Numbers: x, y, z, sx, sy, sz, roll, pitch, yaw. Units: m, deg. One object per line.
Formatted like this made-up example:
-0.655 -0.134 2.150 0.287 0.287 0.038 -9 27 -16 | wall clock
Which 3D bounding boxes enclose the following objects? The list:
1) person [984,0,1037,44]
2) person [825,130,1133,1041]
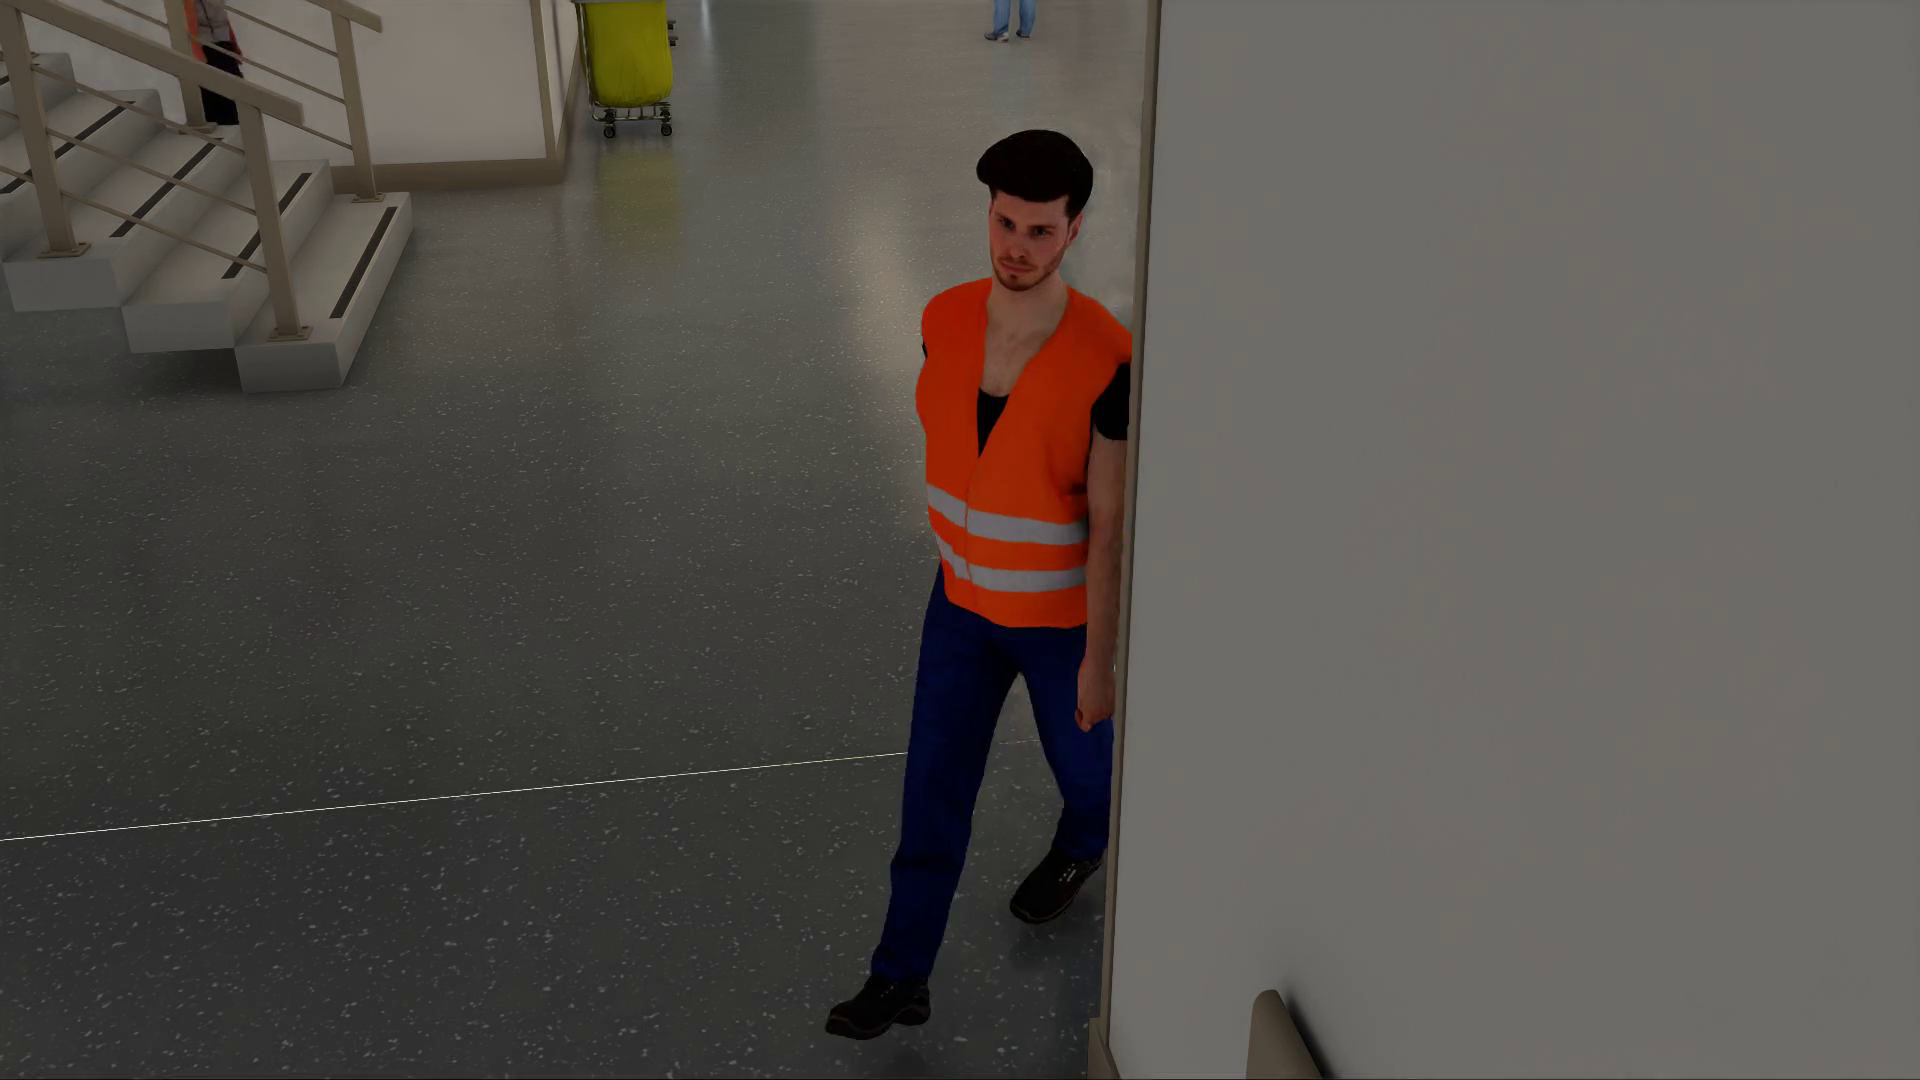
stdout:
0.459 -5.377 14.696 0.607 1.863 0.792 -12 28 -23 | person
0.191 0.091 3.387 1.203 1.837 1.260 18 31 33 | person
